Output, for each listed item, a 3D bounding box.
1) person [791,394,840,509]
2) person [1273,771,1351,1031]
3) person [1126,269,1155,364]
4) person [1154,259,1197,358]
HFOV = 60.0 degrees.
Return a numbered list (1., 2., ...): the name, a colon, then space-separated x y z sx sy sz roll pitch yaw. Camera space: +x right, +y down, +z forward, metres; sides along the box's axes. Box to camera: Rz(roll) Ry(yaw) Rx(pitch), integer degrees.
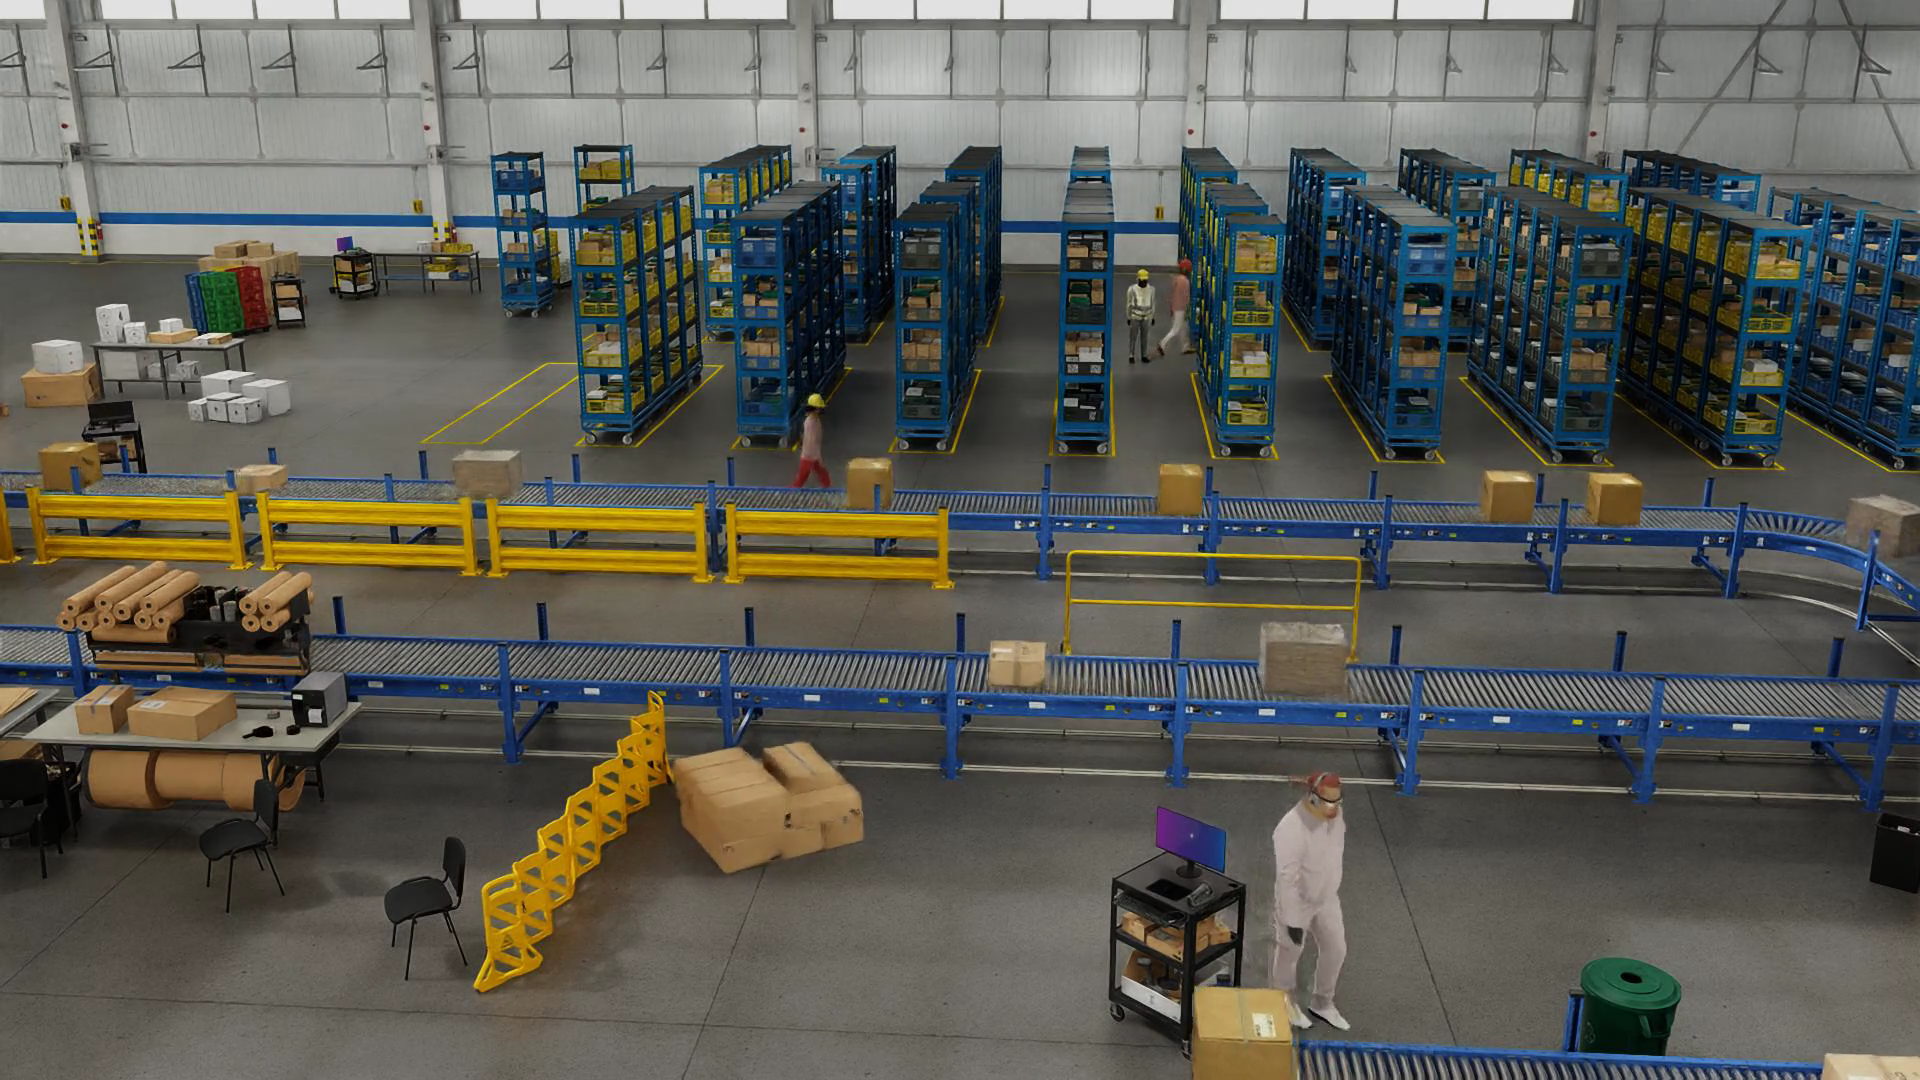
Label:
1. person: -1.964 -1.117 22.303 0.965 1.713 0.523 3 18 11
2. person: 2.345 2.391 10.892 0.663 1.879 0.656 -13 22 -35
3. person: 3.524 -4.355 32.375 0.586 1.835 0.403 -4 18 -13
4. person: 4.293 -4.577 32.892 0.934 1.962 0.619 -6 18 -18
